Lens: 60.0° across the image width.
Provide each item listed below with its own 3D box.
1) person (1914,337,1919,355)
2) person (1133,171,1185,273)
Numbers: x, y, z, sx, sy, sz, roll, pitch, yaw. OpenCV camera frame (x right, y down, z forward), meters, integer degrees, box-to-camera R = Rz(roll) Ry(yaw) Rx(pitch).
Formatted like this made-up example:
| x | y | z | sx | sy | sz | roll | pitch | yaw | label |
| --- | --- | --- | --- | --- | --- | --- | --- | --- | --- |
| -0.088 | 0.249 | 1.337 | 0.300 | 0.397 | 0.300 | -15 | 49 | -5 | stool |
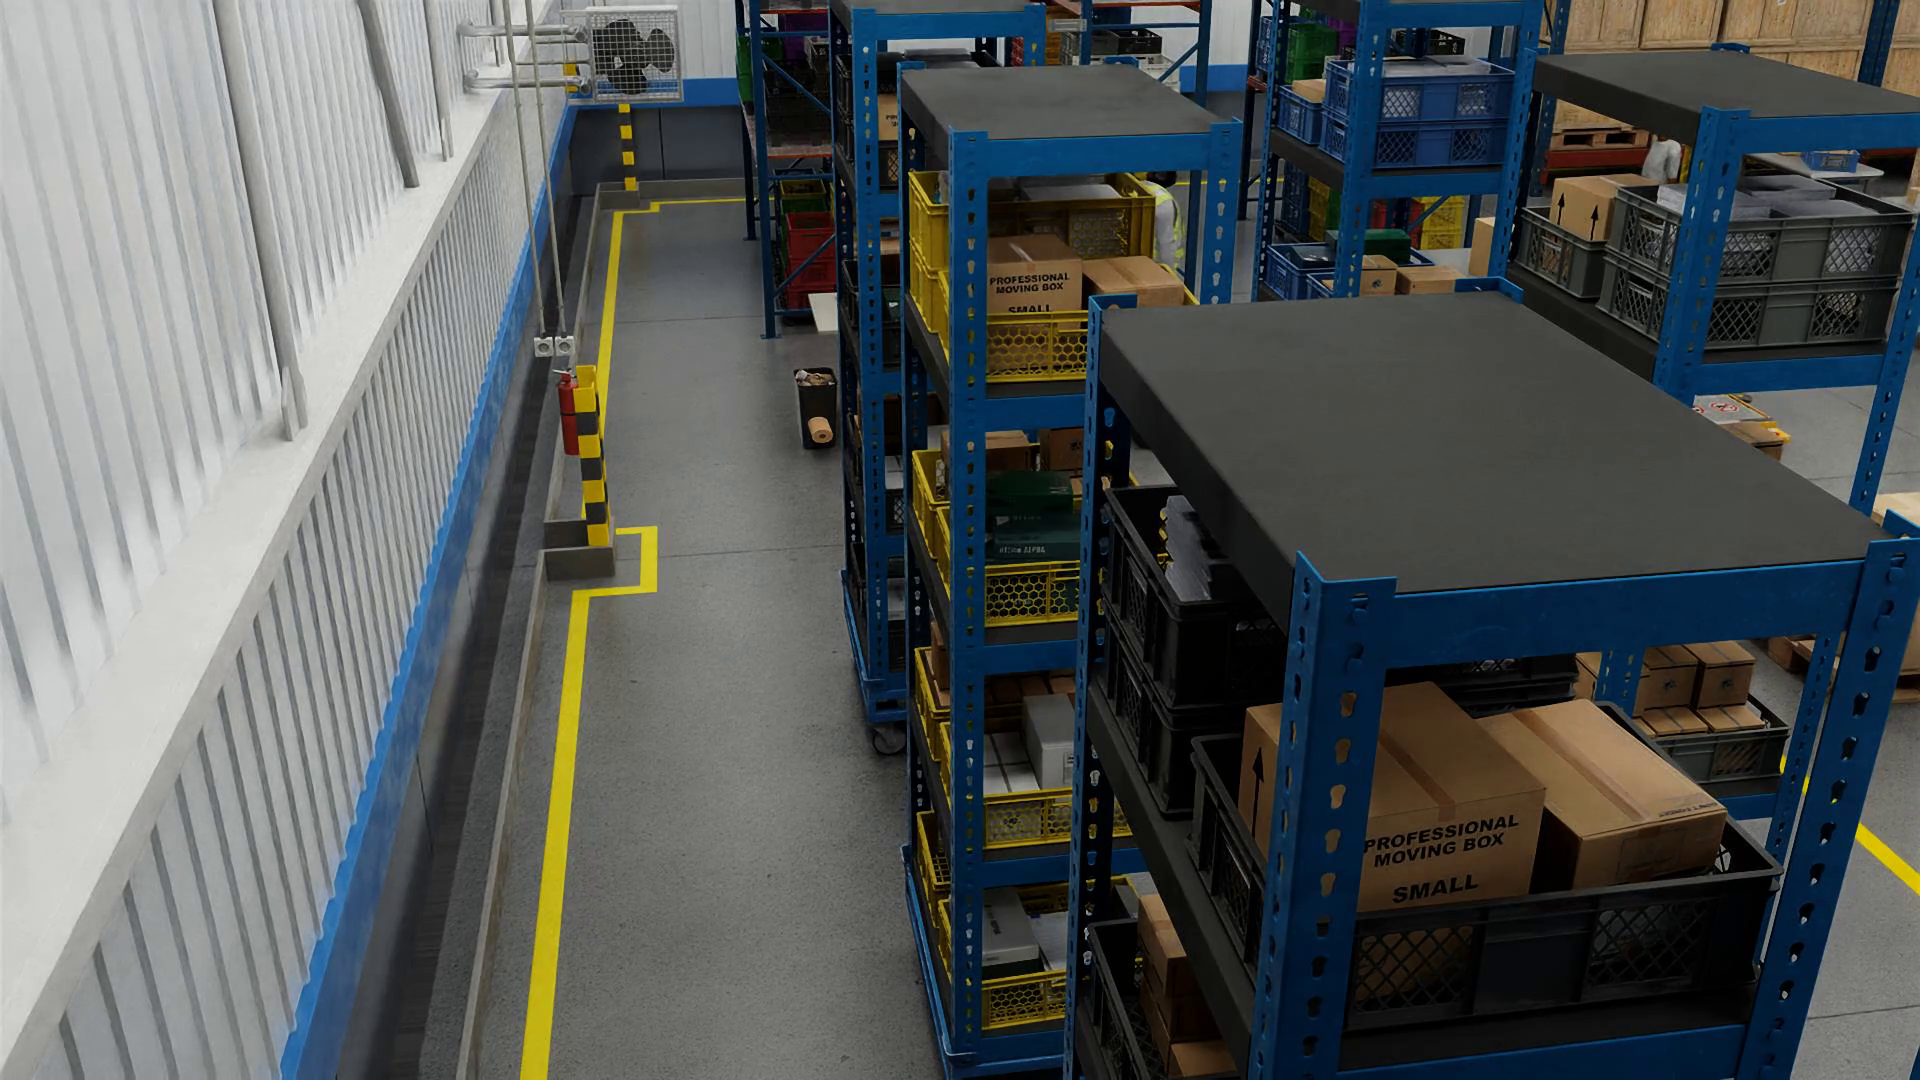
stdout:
| x | y | z | sx | sy | sz | roll | pitch | yaw | label |
| --- | --- | --- | --- | --- | --- | --- | --- | --- | --- |
| 8.206 | -2.305 | 13.365 | 0.698 | 1.885 | 0.602 | 22 | 33 | 39 | person |
| 1.529 | -2.125 | 13.027 | 0.430 | 1.837 | 0.619 | -8 | 26 | -17 | person |
